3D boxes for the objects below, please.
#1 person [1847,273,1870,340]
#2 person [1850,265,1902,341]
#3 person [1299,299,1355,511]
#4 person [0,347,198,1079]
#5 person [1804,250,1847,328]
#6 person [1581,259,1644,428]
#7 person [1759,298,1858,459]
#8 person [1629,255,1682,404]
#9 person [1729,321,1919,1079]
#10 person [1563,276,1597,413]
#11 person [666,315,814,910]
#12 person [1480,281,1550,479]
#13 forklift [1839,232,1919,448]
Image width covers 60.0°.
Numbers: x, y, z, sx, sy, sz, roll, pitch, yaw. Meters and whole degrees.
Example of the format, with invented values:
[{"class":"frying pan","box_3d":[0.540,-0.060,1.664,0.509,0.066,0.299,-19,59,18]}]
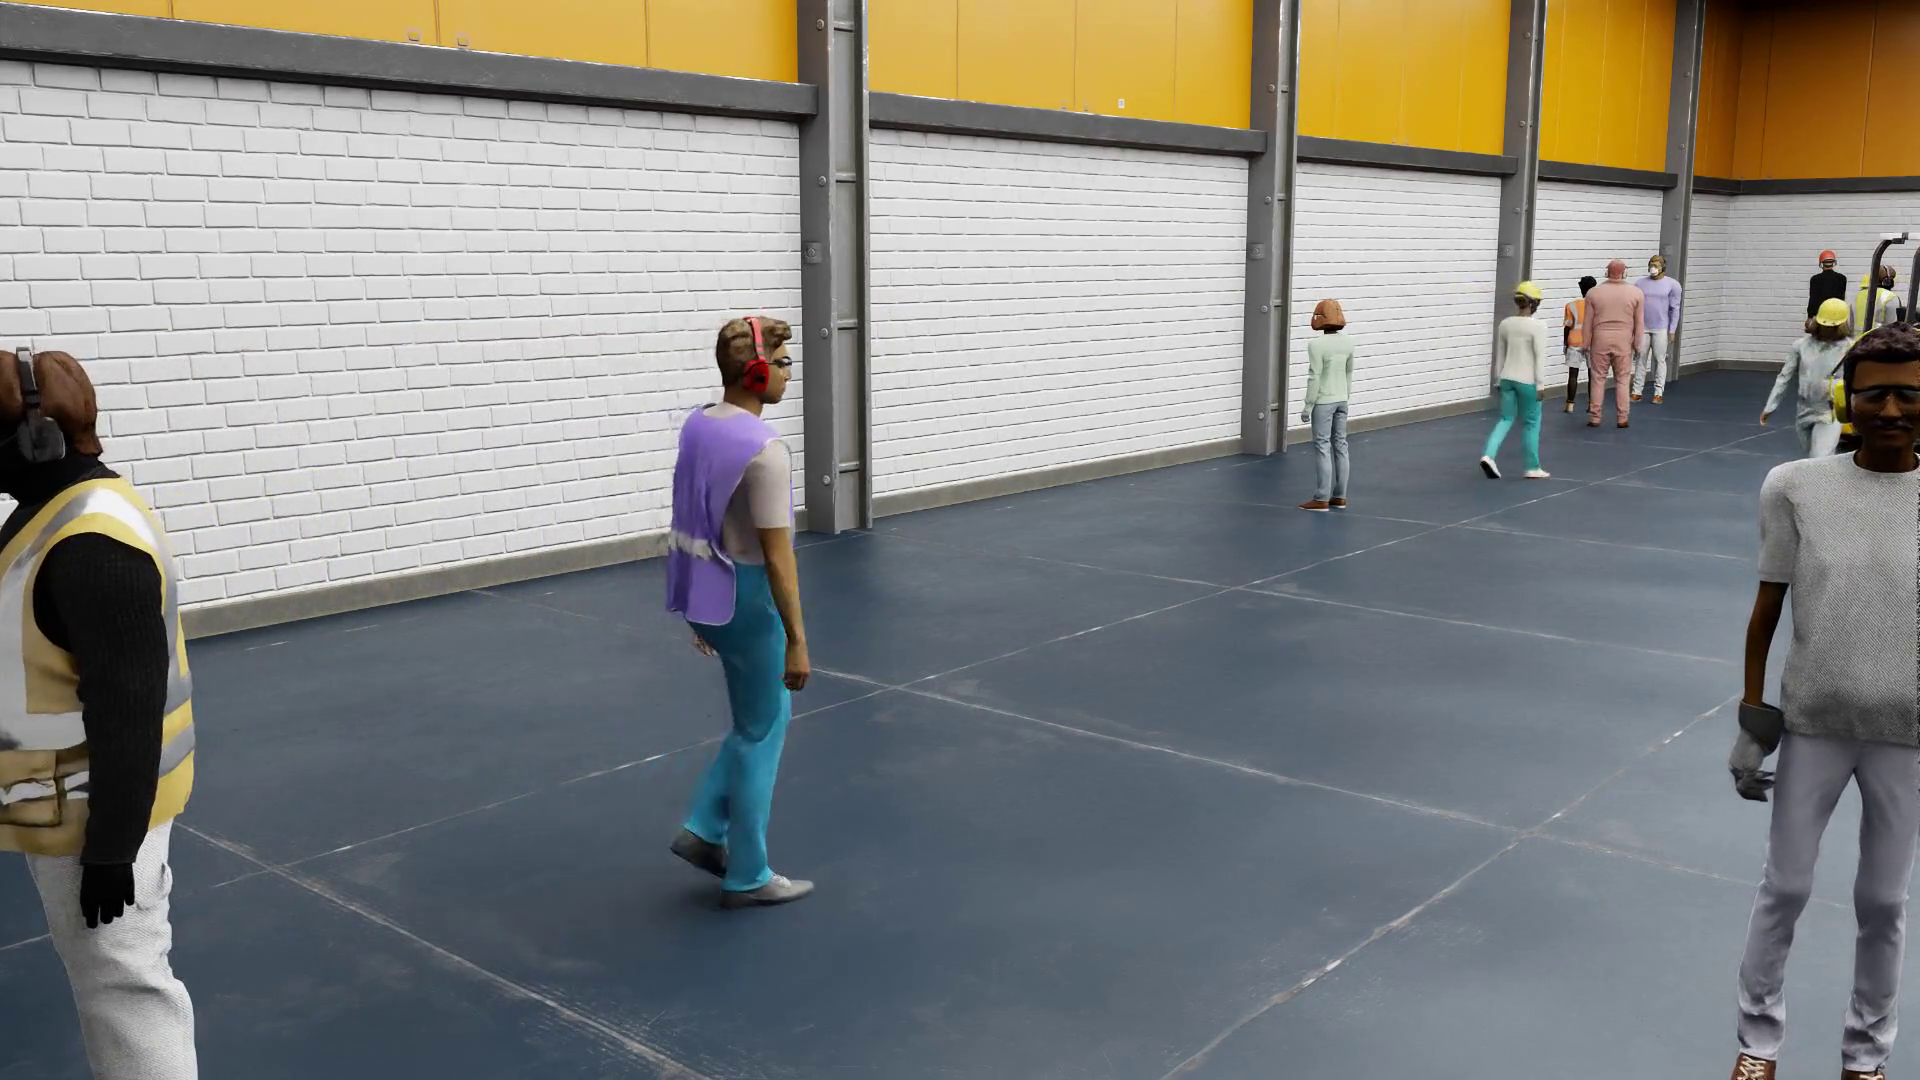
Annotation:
[{"class":"person","box_3d":[10.666,-2.272,19.629,0.613,1.752,0.530,0,10,-3]},{"class":"person","box_3d":[9.855,-2.022,17.886,0.429,1.844,0.623,-3,10,-15]},{"class":"person","box_3d":[2.843,-1.039,12.879,0.497,1.634,0.278,-8,12,-37]},{"class":"person","box_3d":[-1.752,0.539,3.309,0.429,1.839,0.634,-7,12,-35]},{"class":"person","box_3d":[13.266,-3.441,25.535,0.613,1.991,0.391,-2,10,-10]},{"class":"person","box_3d":[7.367,-2.214,18.799,0.651,1.904,0.403,3,11,18]},{"class":"person","box_3d":[6.200,-0.910,12.017,0.884,1.679,0.602,-8,13,-39]},{"class":"person","box_3d":[9.050,-2.745,21.726,0.628,1.940,0.373,9,13,40]},{"class":"person","box_3d":[2.040,0.443,3.771,0.521,1.870,0.319,4,11,21]},{"class":"person","box_3d":[7.687,-2.400,20.477,0.530,1.689,0.321,3,10,15]},{"class":"person","box_3d":[-0.648,0.235,5.068,0.453,1.827,0.591,-6,12,-31]},{"class":"person","box_3d":[4.887,-1.390,14.558,0.678,1.749,0.535,-6,11,-30]},{"class":"forklift","box_3d":[9.955,-1.972,16.595,2.313,2.155,1.214,1,10,8]}]
